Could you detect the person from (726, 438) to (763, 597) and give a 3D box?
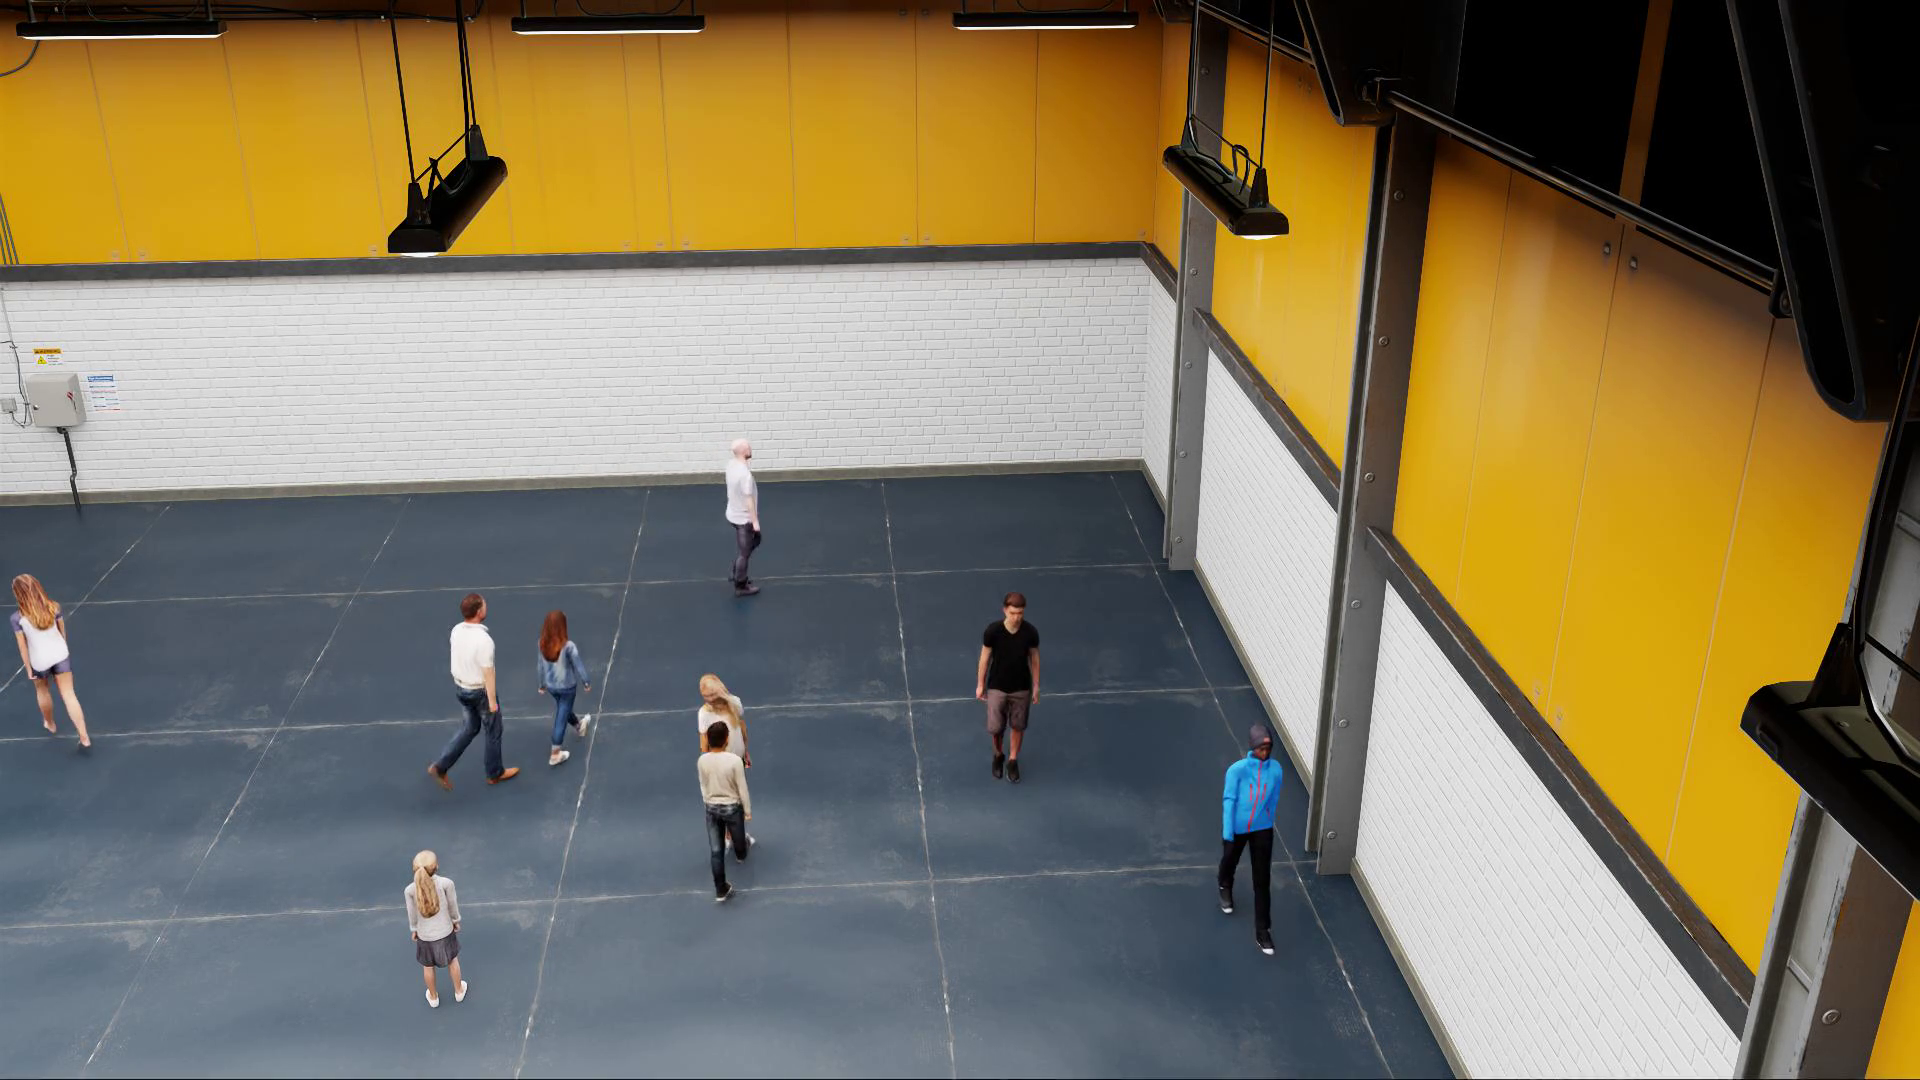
[{"bbox_3d":[-2.454,-0.233,18.138,0.795,1.819,0.674,-8,25,-18],"label":"person"}]

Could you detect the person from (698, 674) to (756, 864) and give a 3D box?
[{"bbox_3d":[-1.926,1.836,13.454,0.826,1.781,0.781,13,27,27],"label":"person"}]

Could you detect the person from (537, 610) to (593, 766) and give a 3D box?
[{"bbox_3d":[-3.633,1.353,14.974,0.873,1.449,1.048,10,25,21],"label":"person"}]

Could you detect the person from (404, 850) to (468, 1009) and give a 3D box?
[{"bbox_3d":[-3.770,2.775,11.937,0.560,1.276,0.581,-8,25,-18],"label":"person"}]

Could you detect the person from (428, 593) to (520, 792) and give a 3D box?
[{"bbox_3d":[-4.301,1.373,14.459,1.083,1.825,1.122,20,31,39],"label":"person"}]

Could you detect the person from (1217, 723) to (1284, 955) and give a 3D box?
[{"bbox_3d":[2.162,2.180,12.707,0.631,1.749,1.146,-2,24,-4],"label":"person"}]

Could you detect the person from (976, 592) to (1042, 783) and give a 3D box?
[{"bbox_3d":[0.433,1.246,14.714,0.732,1.853,0.636,-1,24,-3],"label":"person"}]

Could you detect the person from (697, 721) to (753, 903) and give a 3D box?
[{"bbox_3d":[-1.885,2.177,13.111,0.645,1.432,0.995,1,24,2],"label":"person"}]

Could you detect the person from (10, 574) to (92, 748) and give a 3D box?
[{"bbox_3d":[-8.265,1.136,15.168,0.998,1.691,1.142,-20,31,-38],"label":"person"}]
